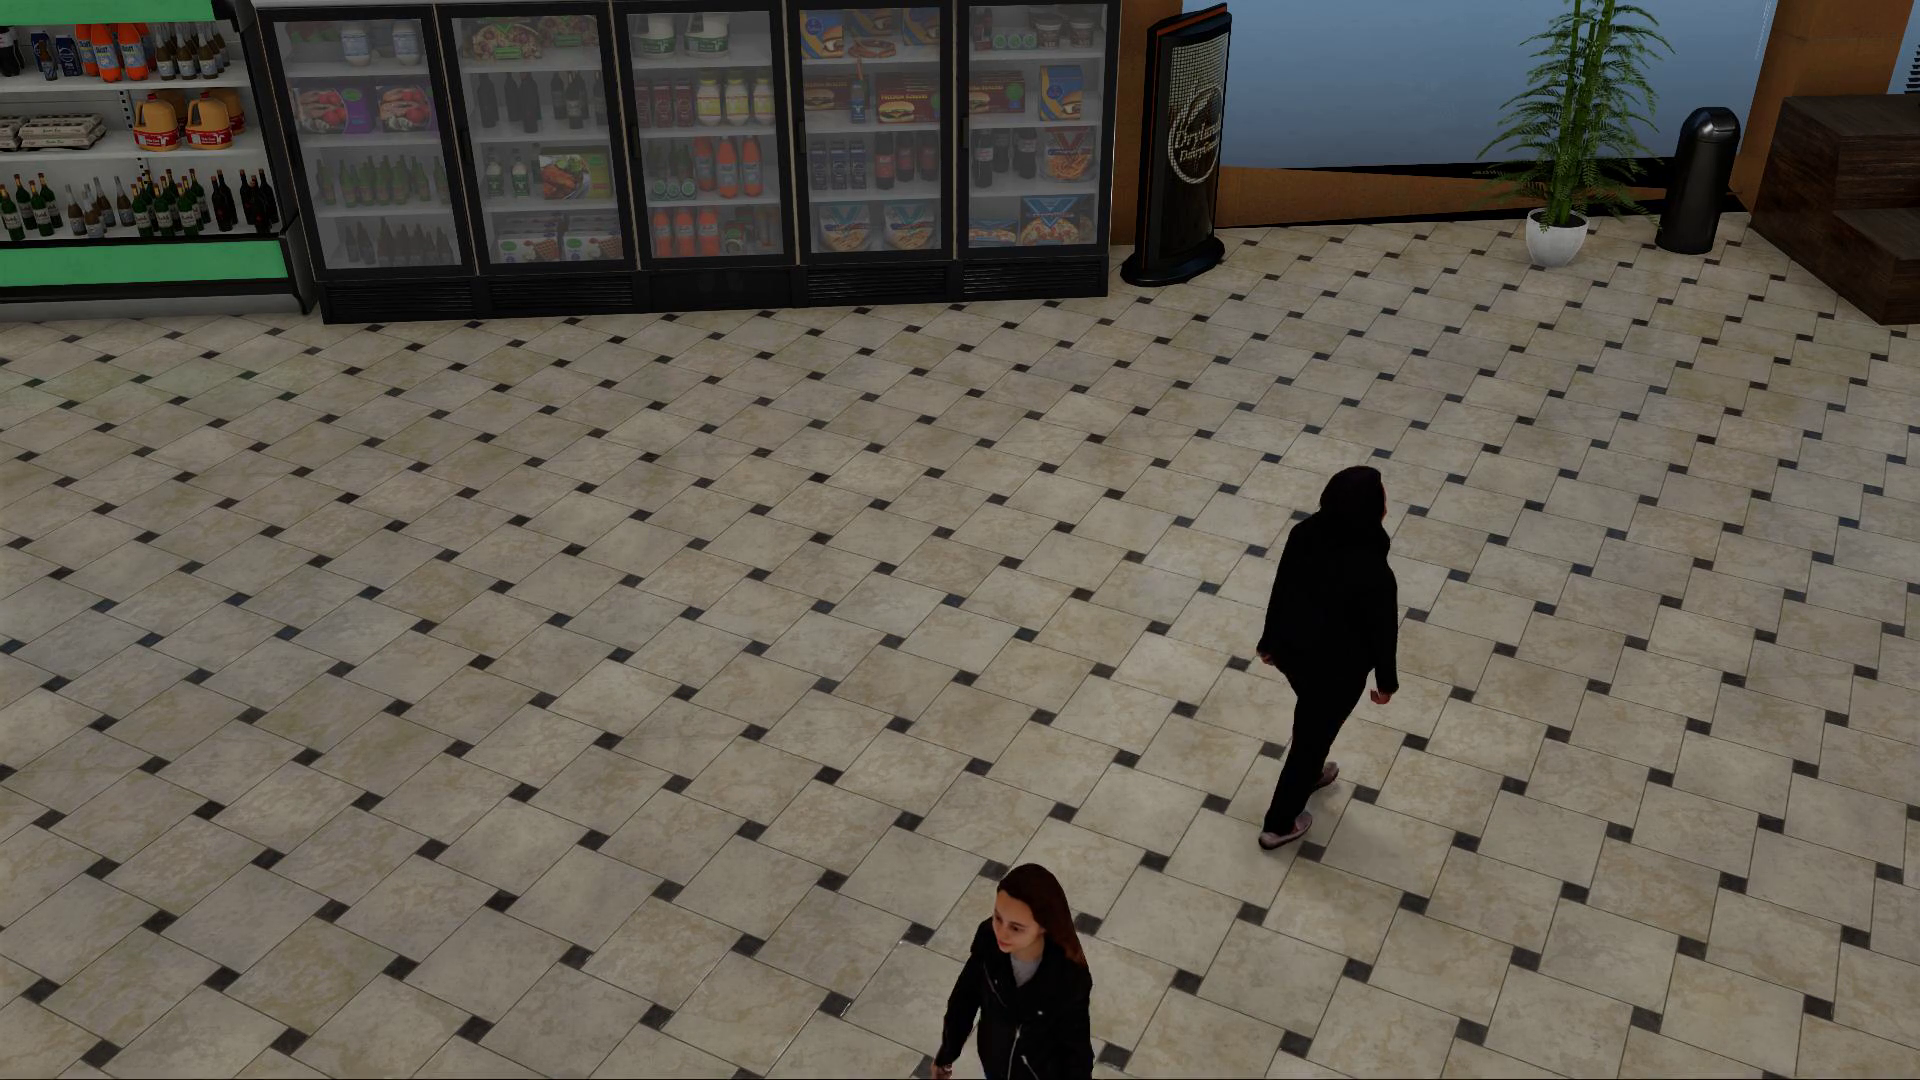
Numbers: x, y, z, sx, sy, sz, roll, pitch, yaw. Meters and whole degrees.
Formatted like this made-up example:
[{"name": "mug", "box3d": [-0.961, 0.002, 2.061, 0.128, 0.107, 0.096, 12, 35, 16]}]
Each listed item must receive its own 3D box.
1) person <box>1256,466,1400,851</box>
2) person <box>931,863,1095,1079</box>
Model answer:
[{"name": "person", "box3d": [1.288, 0.482, 6.197, 0.963, 1.595, 0.894, -22, 38, -32]}, {"name": "person", "box3d": [0.234, 1.457, 4.761, 0.925, 1.457, 0.836, -25, 40, -35]}]
